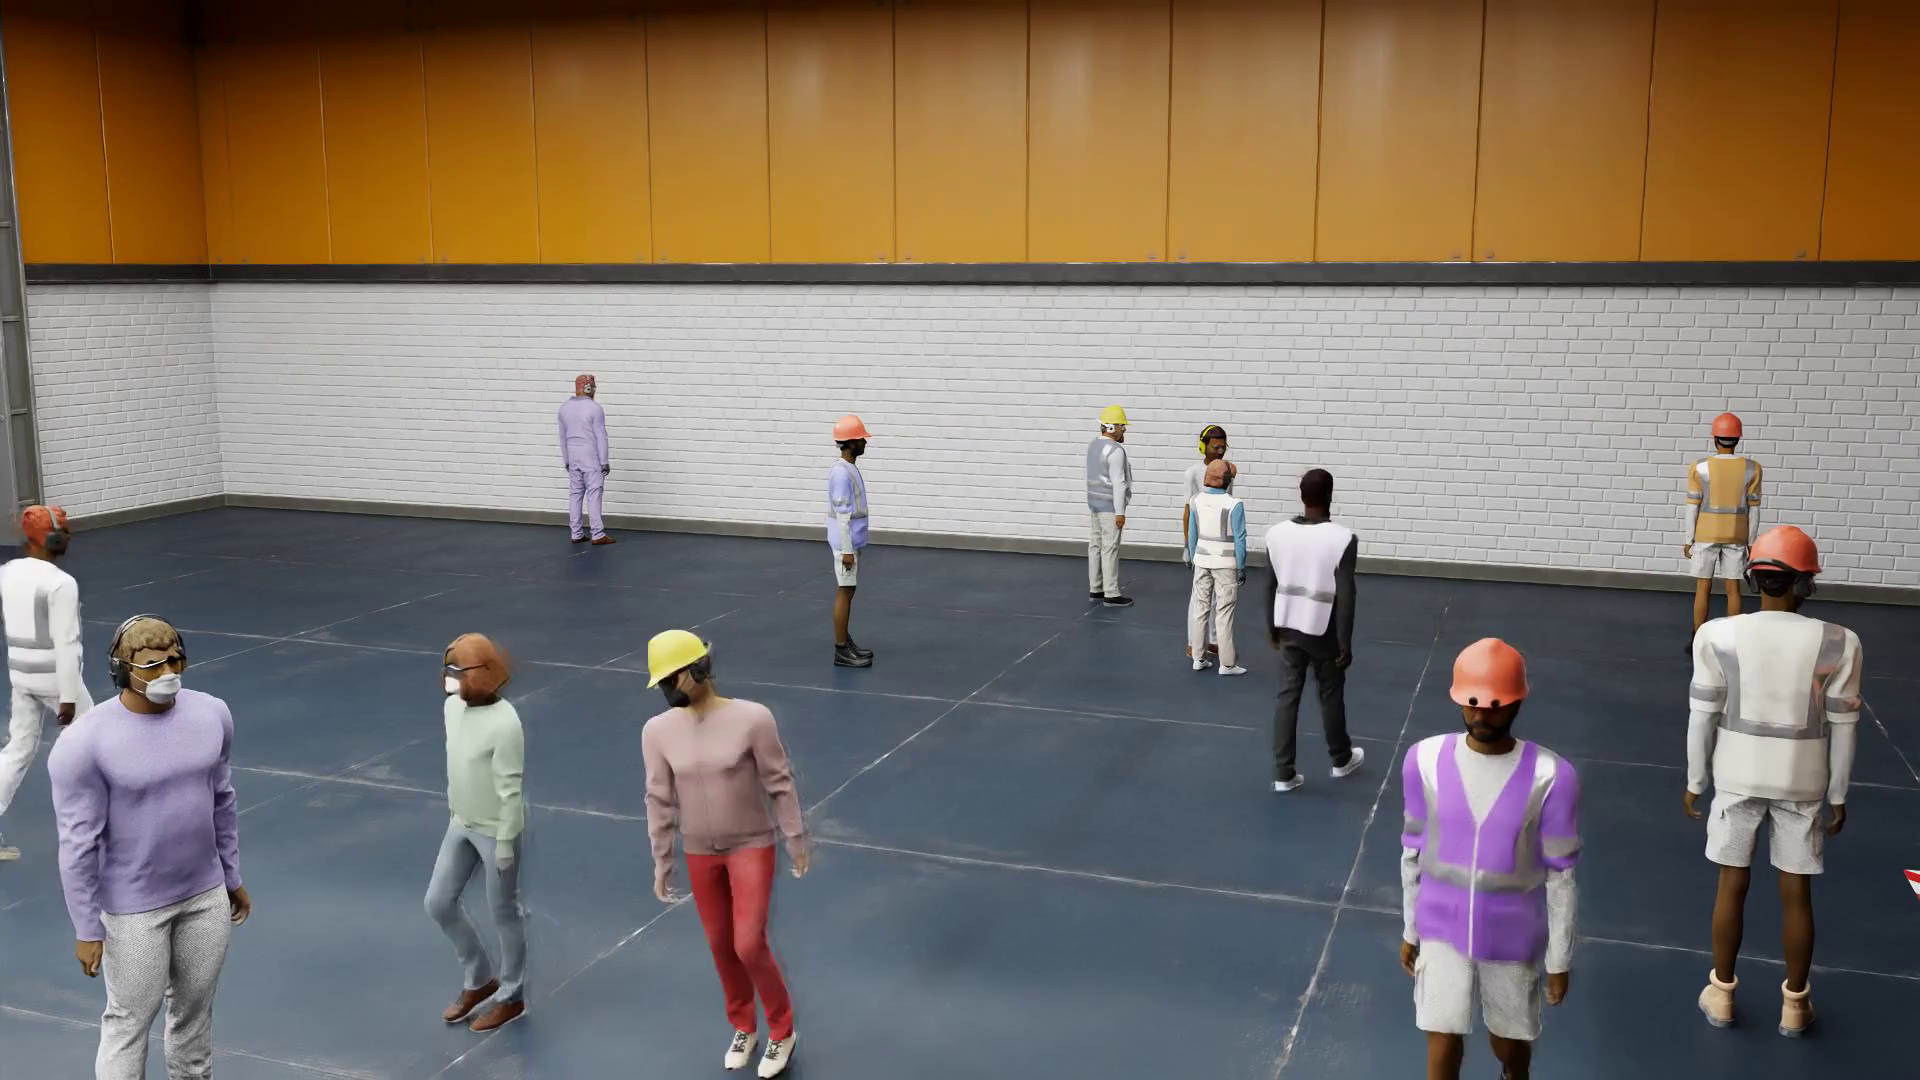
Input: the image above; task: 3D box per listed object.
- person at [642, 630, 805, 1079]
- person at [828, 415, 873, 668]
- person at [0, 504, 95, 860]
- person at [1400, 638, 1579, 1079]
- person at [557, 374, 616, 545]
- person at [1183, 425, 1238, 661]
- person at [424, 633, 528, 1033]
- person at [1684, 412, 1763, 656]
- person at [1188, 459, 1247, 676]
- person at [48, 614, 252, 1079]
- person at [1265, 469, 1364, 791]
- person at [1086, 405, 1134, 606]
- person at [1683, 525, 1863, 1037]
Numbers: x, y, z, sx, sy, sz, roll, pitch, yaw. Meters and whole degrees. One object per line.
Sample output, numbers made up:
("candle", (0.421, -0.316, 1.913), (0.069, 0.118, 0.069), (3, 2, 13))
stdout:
("person", (-0.883, 1.180, 6.268), (0.610, 1.715, 0.425), (2, 9, 13))
("person", (-0.843, 0.008, 12.826), (0.347, 1.941, 0.550), (0, 9, 1))
("person", (-4.792, 0.731, 8.662), (0.591, 1.850, 0.959), (4, 10, 24))
("person", (1.702, 1.228, 5.373), (0.550, 1.913, 0.866), (5, 10, 26))
("person", (-4.150, -0.893, 18.546), (0.636, 1.903, 0.404), (5, 11, 30))
("person", (1.966, 0.022, 13.014), (0.535, 1.855, 0.336), (-6, 11, -34))
("person", (-1.928, 1.169, 6.584), (0.522, 1.618, 0.425), (8, 12, 40))
("person", (5.977, -0.032, 13.075), (0.545, 1.942, 0.350), (3, 9, 15))
("person", (1.936, 0.206, 12.534), (0.513, 1.640, 0.309), (9, 13, 44))
("person", (-2.641, 1.191, 5.498), (0.353, 1.937, 0.635), (5, 10, 28))
("person", (2.103, 0.515, 9.849), (0.617, 1.880, 0.824), (7, 12, 38))
("person", (1.363, -0.314, 15.174), (0.404, 1.829, 0.591), (-4, 10, -21))
("person", (3.221, 0.957, 6.641), (0.608, 2.039, 0.395), (4, 10, 25))
